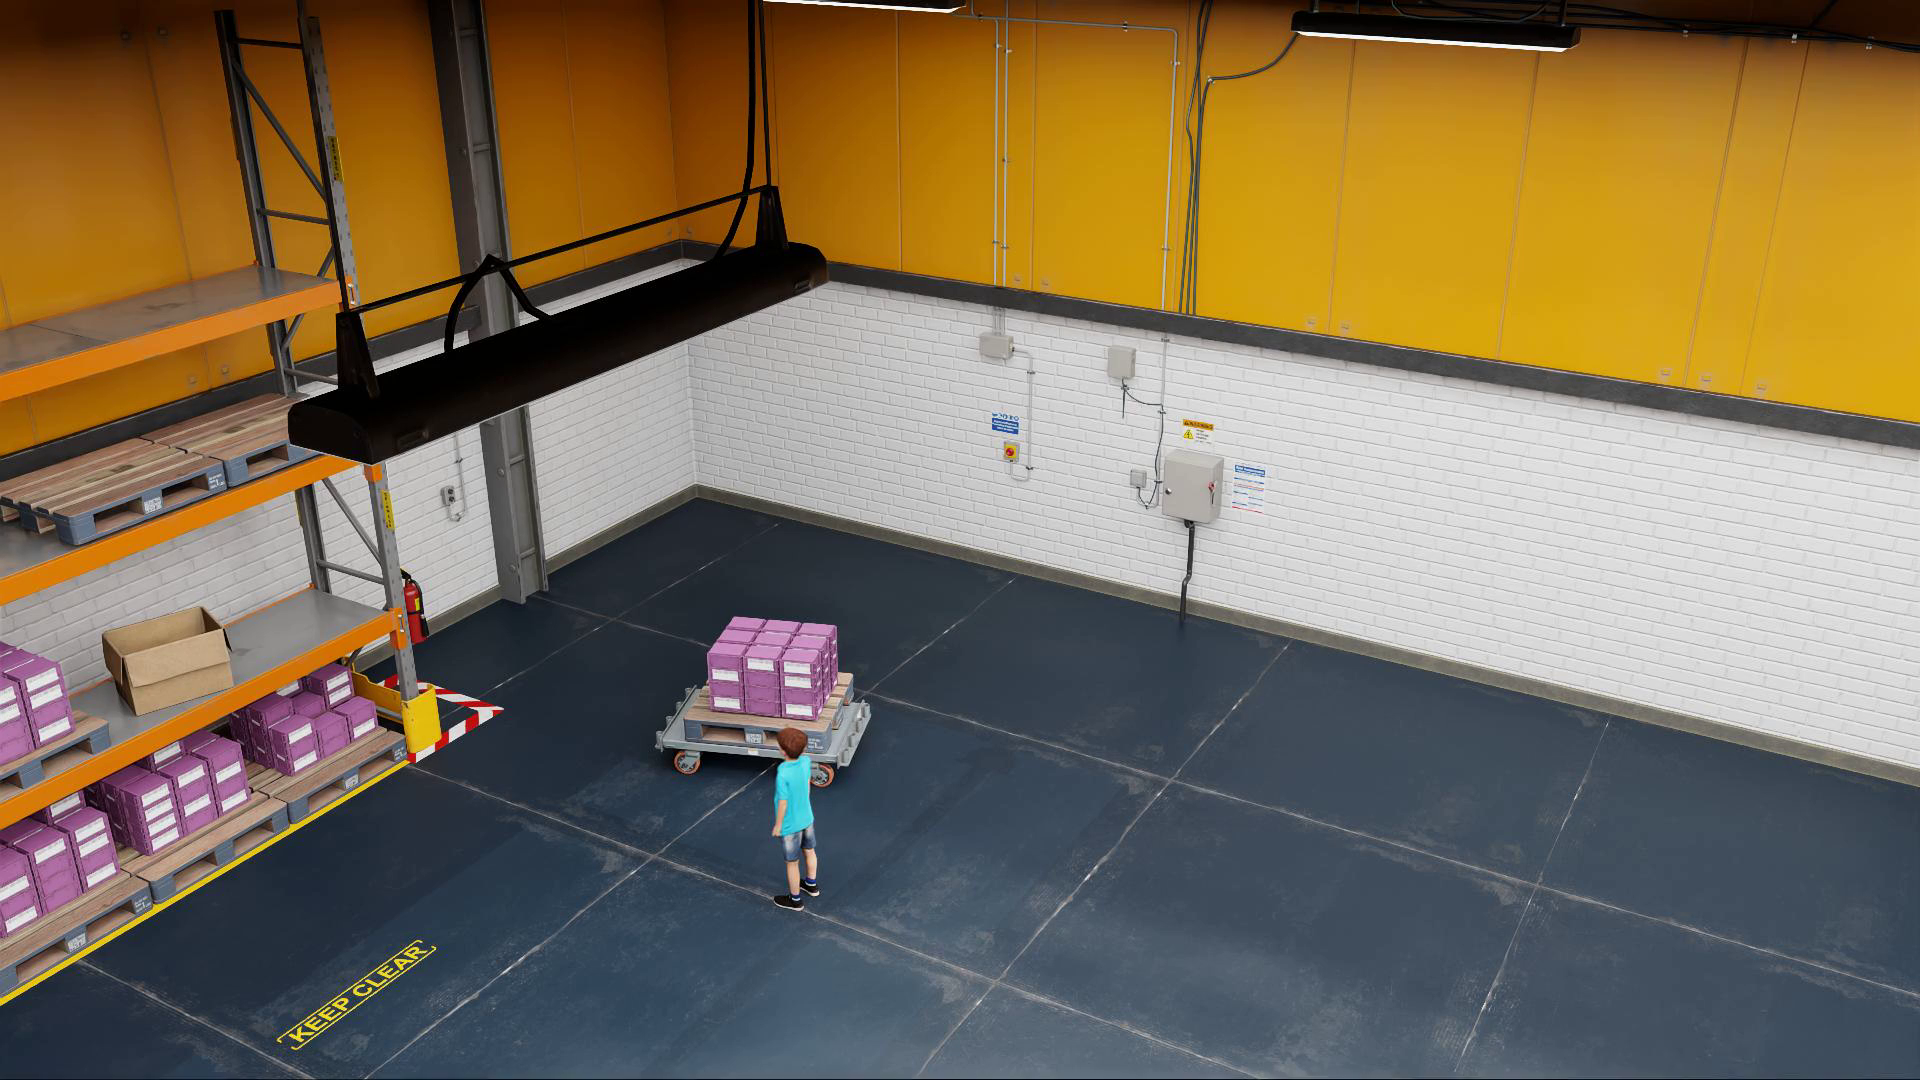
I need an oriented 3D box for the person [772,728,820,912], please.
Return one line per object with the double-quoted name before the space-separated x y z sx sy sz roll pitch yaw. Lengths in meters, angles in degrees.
"person" -1.183 1.985 11.968 0.585 1.448 0.425 14 27 30
